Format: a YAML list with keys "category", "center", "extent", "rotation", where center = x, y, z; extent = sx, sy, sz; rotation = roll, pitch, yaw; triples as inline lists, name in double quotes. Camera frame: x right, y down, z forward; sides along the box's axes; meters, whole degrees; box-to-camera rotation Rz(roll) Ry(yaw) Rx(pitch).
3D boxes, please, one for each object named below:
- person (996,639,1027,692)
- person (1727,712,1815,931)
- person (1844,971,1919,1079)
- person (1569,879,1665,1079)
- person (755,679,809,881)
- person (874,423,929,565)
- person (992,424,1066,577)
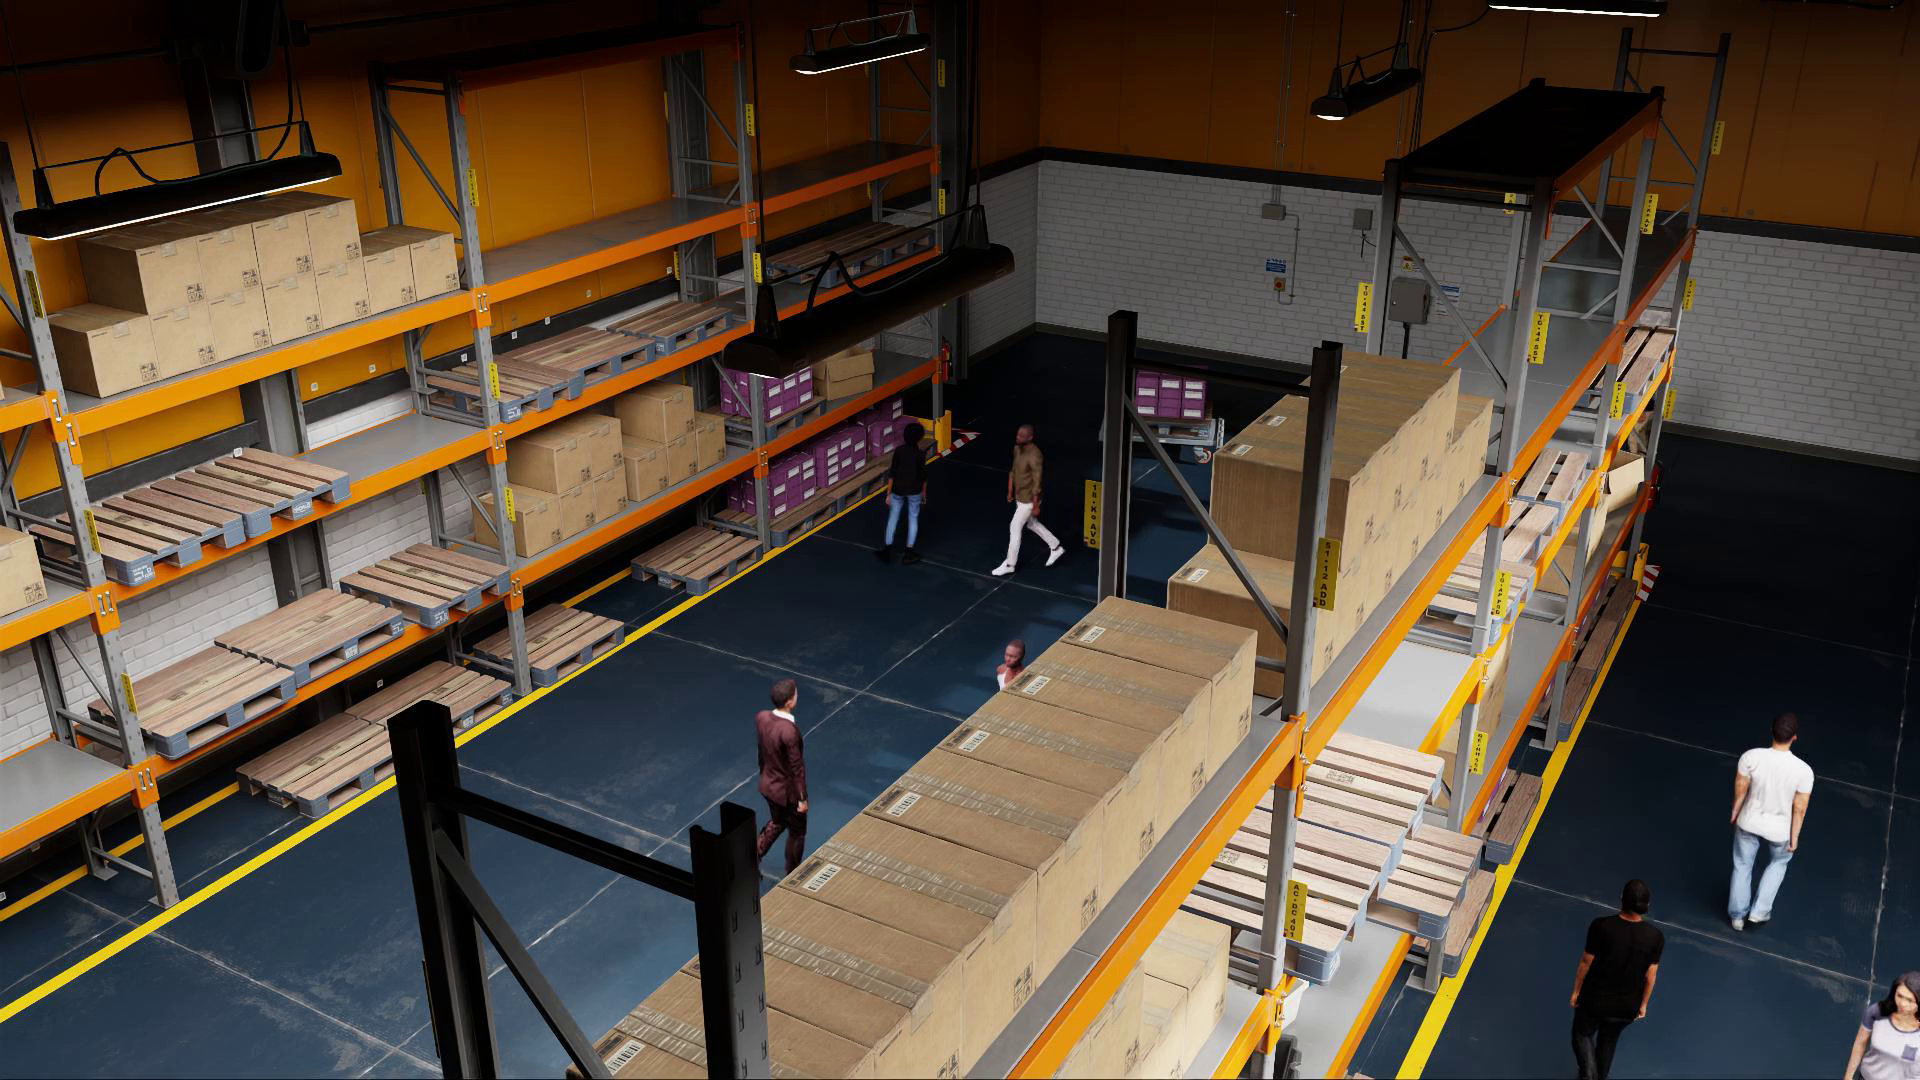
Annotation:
- category: "person"
  center: [0.542, 1.601, 14.078]
  extent: [0.708, 1.728, 1.176]
  rotation: [19, 30, 37]
- category: "person"
  center: [6.086, 2.182, 12.590]
  extent: [0.687, 1.856, 0.622]
  rotation: [15, 28, 31]
- category: "person"
  center: [5.725, 3.326, 10.220]
  extent: [1.197, 1.657, 0.855]
  rotation: [-20, 30, -38]
- category: "person"
  center: [4.244, 3.023, 10.810]
  extent: [0.835, 1.740, 0.969]
  rotation: [3, 24, 7]
- category: "person"
  center: [-1.451, 1.969, 13.079]
  extent: [0.991, 1.853, 0.854]
  rotation: [-20, 30, -37]
- category: "person"
  center: [-0.642, -0.503, 18.957]
  extent: [0.873, 1.675, 0.801]
  rotation: [-2, 24, -3]
- category: "person"
  center: [0.830, -0.475, 18.745]
  extent: [1.254, 1.794, 1.169]
  rotation: [-7, 24, -15]
